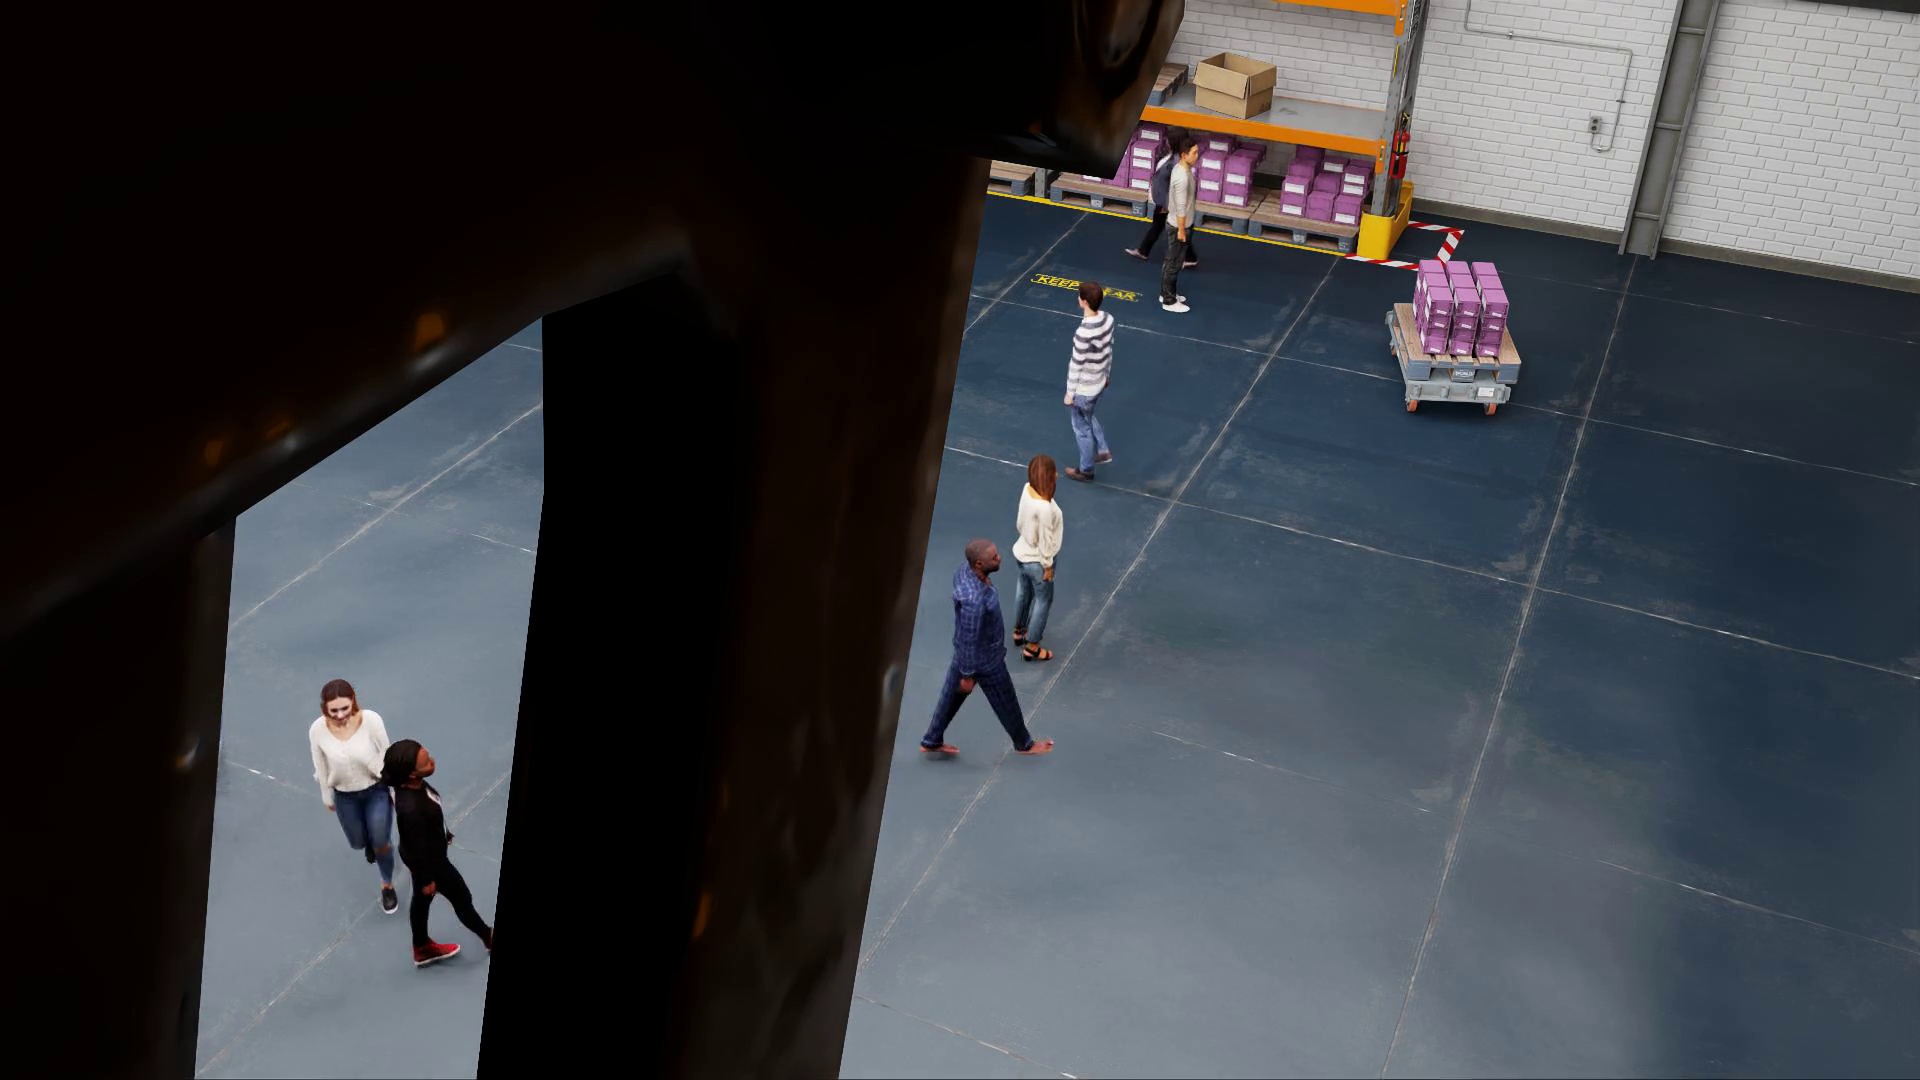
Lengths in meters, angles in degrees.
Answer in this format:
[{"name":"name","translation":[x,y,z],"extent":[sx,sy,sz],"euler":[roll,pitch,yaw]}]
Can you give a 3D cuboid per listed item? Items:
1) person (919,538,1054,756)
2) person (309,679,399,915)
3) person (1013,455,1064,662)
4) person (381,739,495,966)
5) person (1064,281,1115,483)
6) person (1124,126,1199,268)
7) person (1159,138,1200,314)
[{"name":"person","translation":[0.032,0.765,11.021],"extent":[1.266,1.765,1.049],"euler":[-2,34,-3]},{"name":"person","translation":[-3.603,1.477,10.031],"extent":[0.905,1.676,0.949],"euler":[-8,34,-12]},{"name":"person","translation":[0.535,0.117,12.077],"extent":[0.754,1.676,0.699],"euler":[-8,34,-12]},{"name":"person","translation":[-3.129,1.834,9.515],"extent":[0.996,1.653,0.945],"euler":[-12,36,-18]},{"name":"person","translation":[1.162,-1.298,14.058],"extent":[0.700,1.840,0.672],"euler":[17,37,24]},{"name":"person","translation":[2.344,-3.638,17.833],"extent":[1.135,1.556,0.897],"euler":[3,34,5]},{"name":"person","translation":[2.227,-3.233,16.996],"extent":[0.671,1.809,0.714],"euler":[3,34,4]}]
